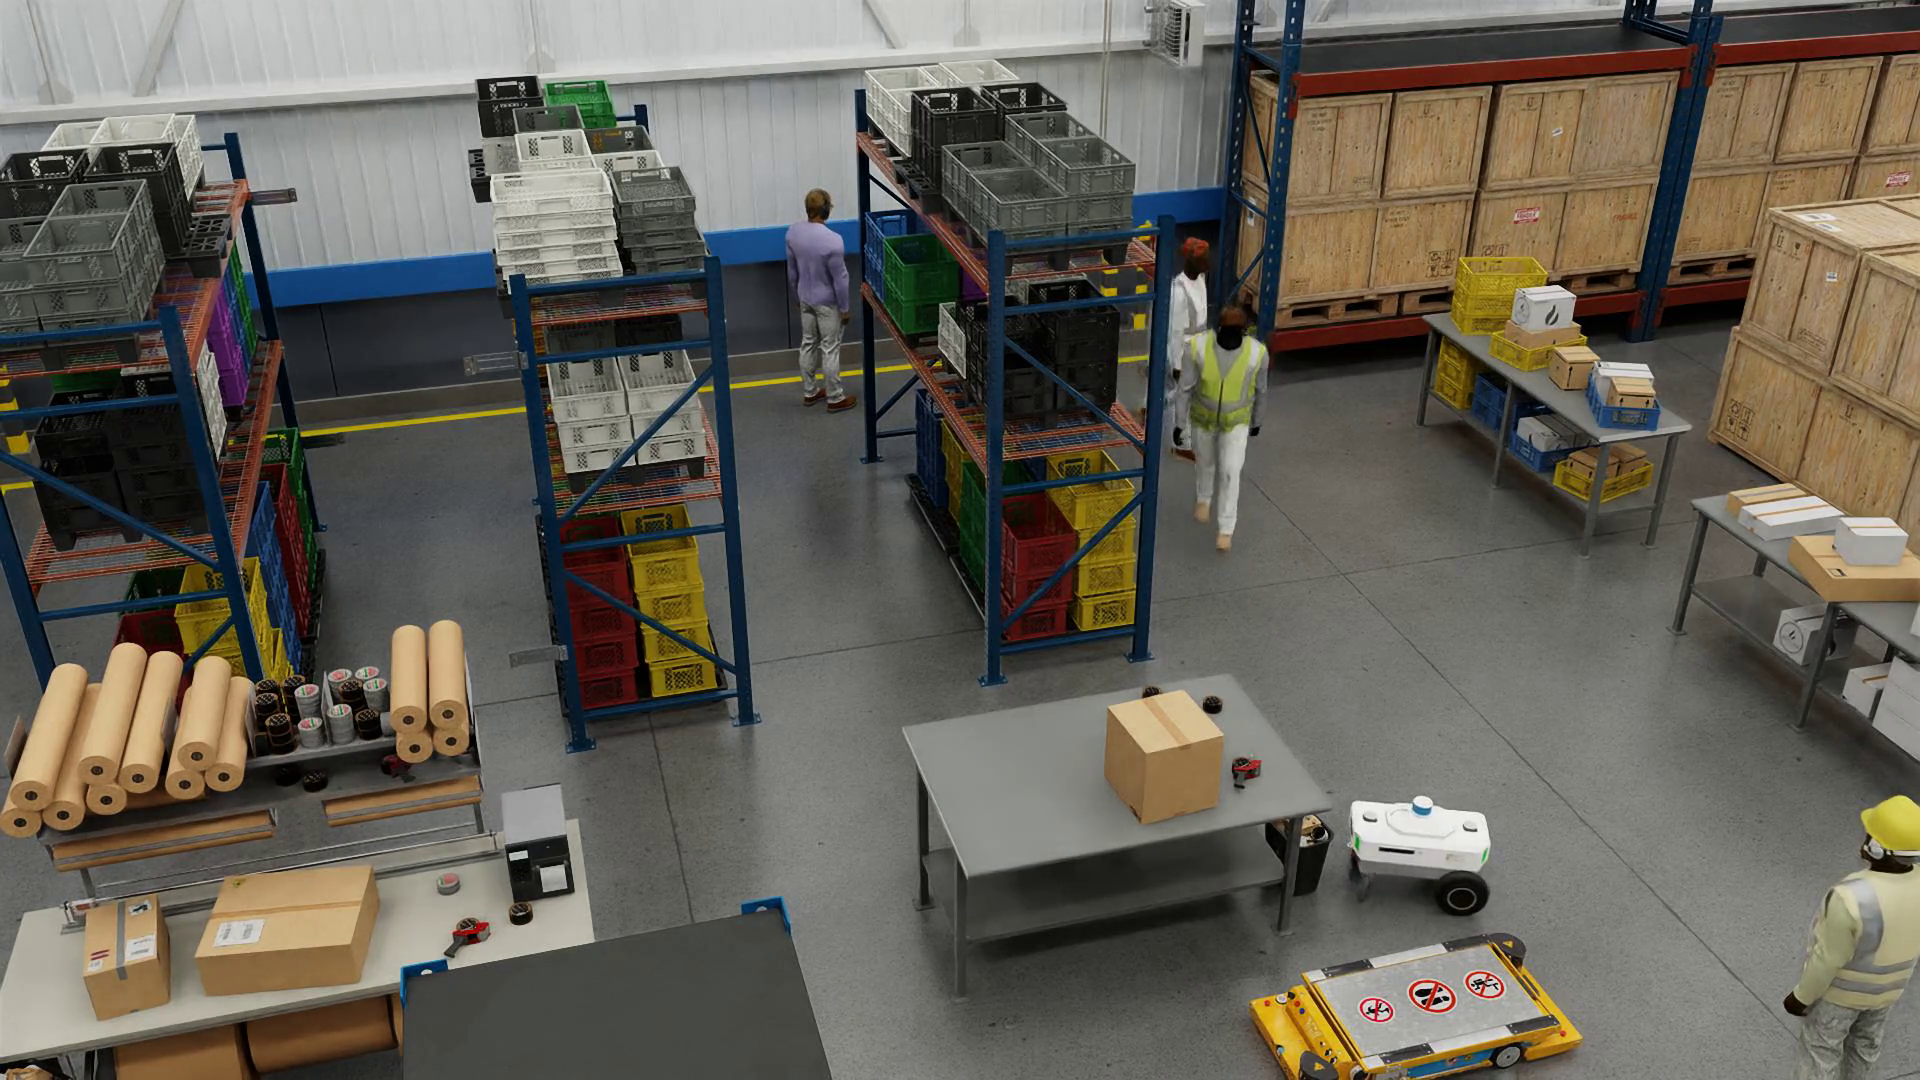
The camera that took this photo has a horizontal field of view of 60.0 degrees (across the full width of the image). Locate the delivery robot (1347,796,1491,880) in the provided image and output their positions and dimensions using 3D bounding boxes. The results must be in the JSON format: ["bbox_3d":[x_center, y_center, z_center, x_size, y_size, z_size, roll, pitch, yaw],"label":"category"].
[{"bbox_3d":[2.435,1.586,8.860,0.707,0.478,0.477,4,29,8],"label":"delivery robot"}]

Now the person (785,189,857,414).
[{"bbox_3d":[-1.176,-2.024,14.098,0.629,1.940,0.373,20,35,32],"label":"person"}]

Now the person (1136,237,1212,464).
[{"bbox_3d":[1.752,-1.518,13.243,0.602,1.868,0.592,14,32,23],"label":"person"}]

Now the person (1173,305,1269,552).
[{"bbox_3d":[1.873,-0.829,12.072,0.638,1.794,0.957,6,29,12],"label":"person"}]

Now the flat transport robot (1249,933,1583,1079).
[{"bbox_3d":[2.184,2.282,7.980,1.431,0.197,0.652,-8,30,-14],"label":"flat transport robot"}]

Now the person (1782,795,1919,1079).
[{"bbox_3d":[3.822,1.861,7.134,0.587,1.835,0.403,-9,30,-15],"label":"person"}]
